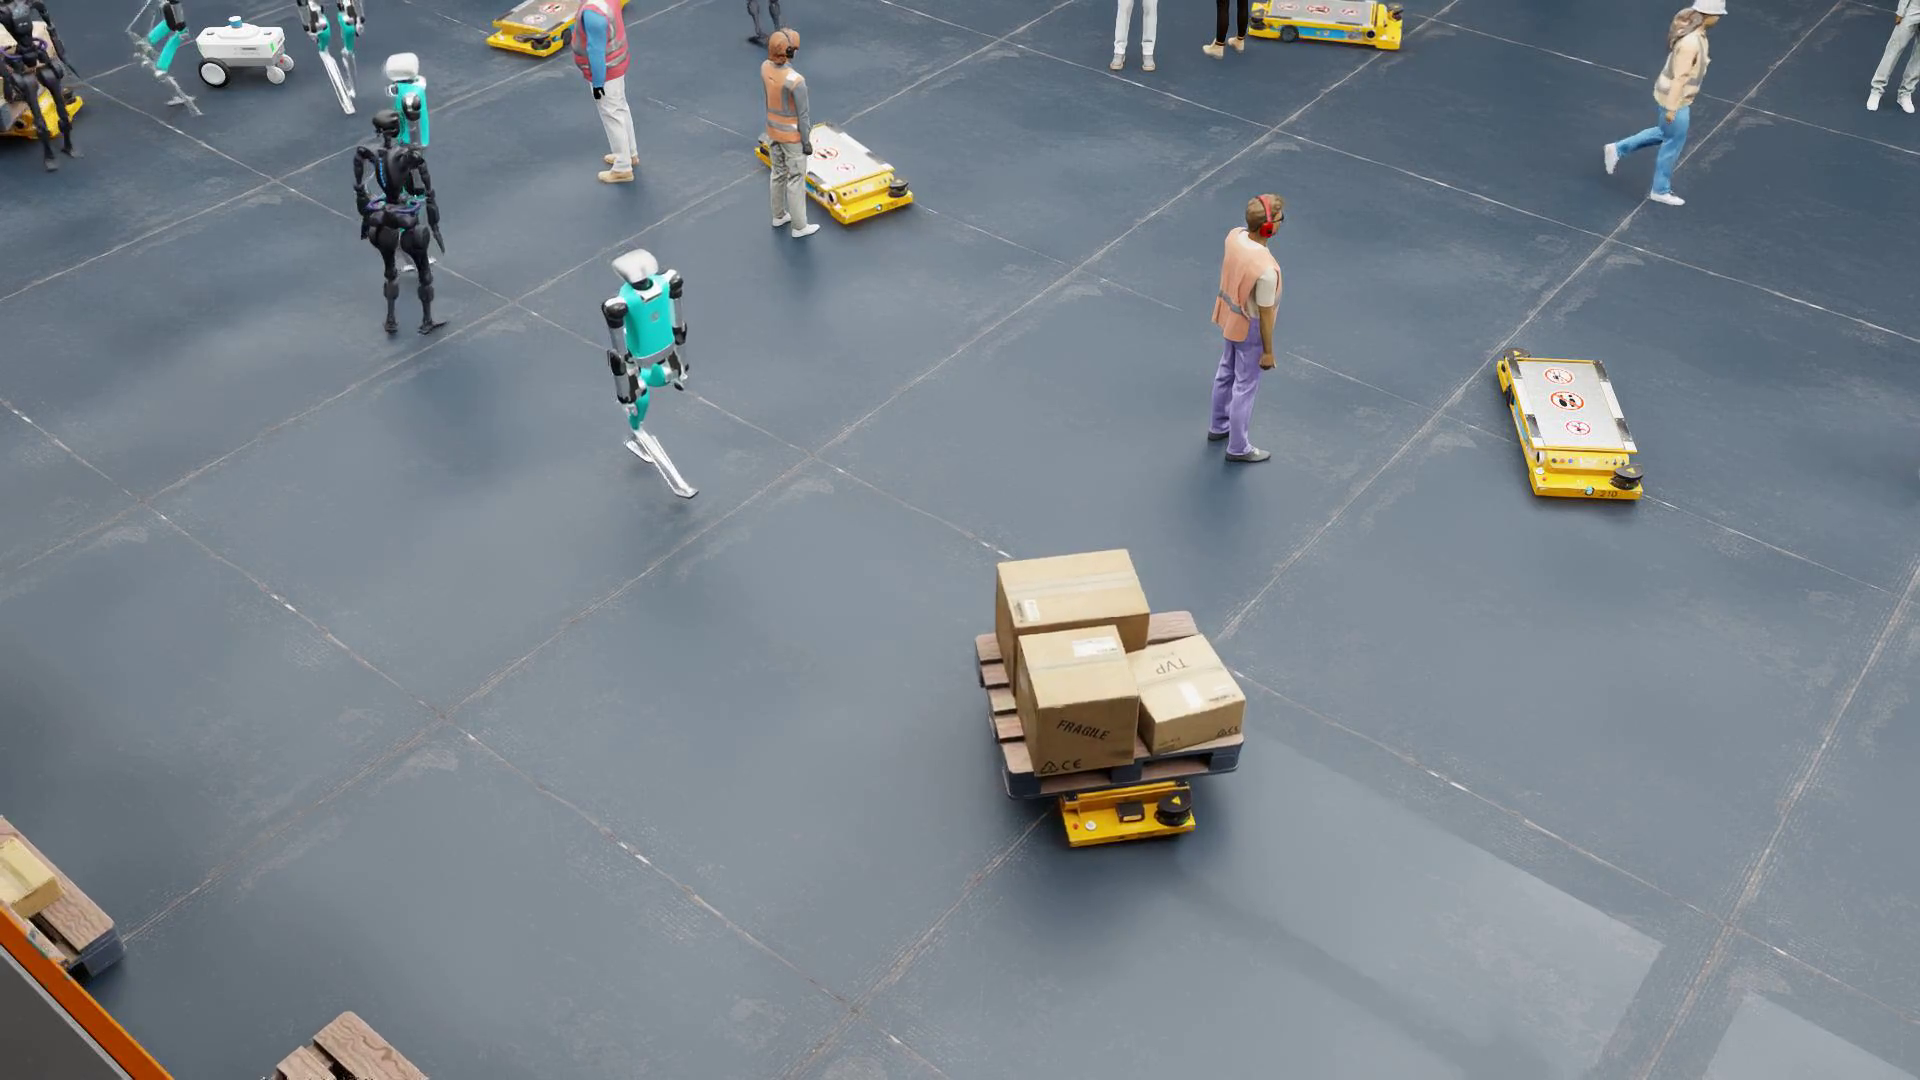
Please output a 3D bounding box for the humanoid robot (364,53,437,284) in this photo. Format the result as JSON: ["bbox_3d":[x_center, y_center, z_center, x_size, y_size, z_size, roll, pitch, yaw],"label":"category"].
[{"bbox_3d":[-4.104,-2.593,12.058,0.746,1.864,0.564,-11,41,-12],"label":"humanoid robot"}]

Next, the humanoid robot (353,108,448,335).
[{"bbox_3d":[-3.928,-2.189,11.570,0.615,1.636,0.427,4,40,4],"label":"humanoid robot"}]

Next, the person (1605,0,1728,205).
[{"bbox_3d":[5.577,-3.503,13.092,0.648,1.703,0.506,17,43,19],"label":"person"}]

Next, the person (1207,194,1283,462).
[{"bbox_3d":[1.788,-1.315,10.405,0.390,1.849,0.565,-12,42,-14],"label":"person"}]

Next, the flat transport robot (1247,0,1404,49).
[{"bbox_3d":[3.503,-4.978,15.934,1.431,0.231,0.659,9,41,10],"label":"flat transport robot"}]

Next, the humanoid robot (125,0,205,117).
[{"bbox_3d":[-6.887,-4.451,14.188,0.781,1.783,0.538,-18,44,-20],"label":"humanoid robot"}]

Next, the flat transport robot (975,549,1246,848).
[{"bbox_3d":[0.752,1.005,8.896,0.659,0.231,1.431,-6,41,-7],"label":"flat transport robot"}]

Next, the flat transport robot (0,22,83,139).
[{"bbox_3d":[-8.482,-3.707,14.439,1.431,0.231,0.659,0,40,0],"label":"flat transport robot"}]

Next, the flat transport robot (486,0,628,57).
[{"bbox_3d":[-3.873,-5.055,16.025,0.659,0.231,1.431,16,43,18],"label":"flat transport robot"}]

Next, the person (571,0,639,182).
[{"bbox_3d":[-2.859,-3.770,13.312,0.431,1.836,0.628,0,40,0],"label":"person"}]

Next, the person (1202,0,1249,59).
[{"bbox_3d":[2.493,-5.235,15.133,0.534,1.696,0.318,-21,45,-23],"label":"person"}]

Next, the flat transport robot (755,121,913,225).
[{"bbox_3d":[-1.051,-3.042,13.656,0.659,0.231,1.431,-24,46,-26],"label":"flat transport robot"}]

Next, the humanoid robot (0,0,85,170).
[{"bbox_3d":[-7.519,-3.841,13.519,0.334,1.646,0.608,29,48,29],"label":"humanoid robot"}]

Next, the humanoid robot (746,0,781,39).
[{"bbox_3d":[-1.821,-5.422,15.374,0.616,1.634,0.399,-29,48,-30],"label":"humanoid robot"}]

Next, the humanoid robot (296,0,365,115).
[{"bbox_3d":[-5.401,-4.481,14.301,0.559,1.902,0.751,-19,44,-21],"label":"humanoid robot"}]

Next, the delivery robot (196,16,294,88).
[{"bbox_3d":[-6.520,-4.436,15.091,0.808,0.614,0.499,0,40,0],"label":"delivery robot"}]

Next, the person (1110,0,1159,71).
[{"bbox_3d":[1.624,-5.133,14.870,0.586,1.882,0.343,3,40,4],"label":"person"}]

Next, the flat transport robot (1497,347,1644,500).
[{"bbox_3d":[4.017,-0.785,11.001,0.659,0.231,1.431,3,40,3],"label":"flat transport robot"}]

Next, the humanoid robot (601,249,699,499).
[{"bbox_3d":[-1.986,-1.055,10.193,0.550,1.740,1.032,-32,50,-32],"label":"humanoid robot"}]

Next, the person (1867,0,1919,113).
[{"bbox_3d":[8.284,-4.519,14.255,0.486,1.743,0.294,6,41,7],"label":"person"}]

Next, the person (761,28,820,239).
[{"bbox_3d":[-1.308,-3.087,12.658,0.316,1.629,0.506,-28,48,-29],"label":"person"}]
